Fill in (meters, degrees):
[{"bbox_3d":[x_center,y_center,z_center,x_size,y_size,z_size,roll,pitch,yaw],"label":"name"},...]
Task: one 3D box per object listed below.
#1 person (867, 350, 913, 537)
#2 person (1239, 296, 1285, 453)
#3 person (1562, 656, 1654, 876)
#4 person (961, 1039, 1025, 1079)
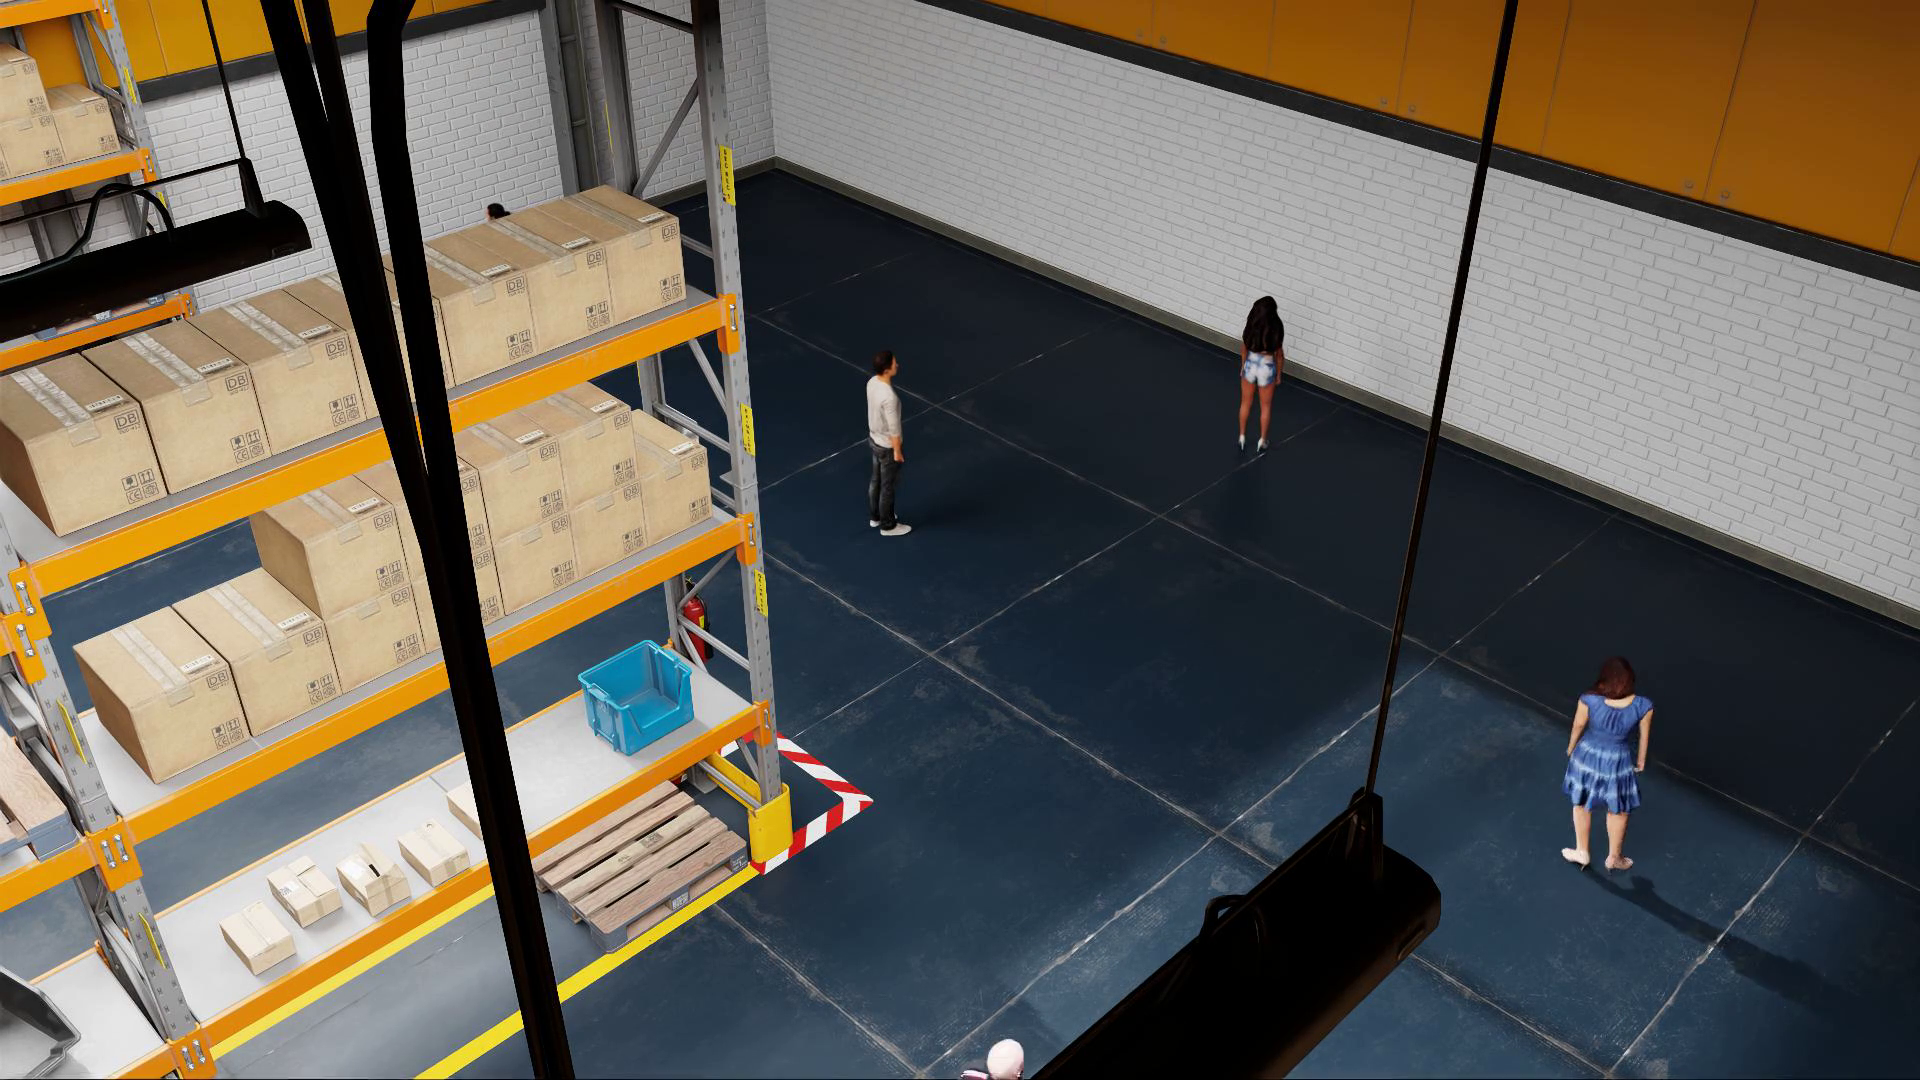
[{"bbox_3d":[-0.676,-0.879,14.893,0.665,1.811,0.715,-15,37,-22],"label":"person"},{"bbox_3d":[2.906,-1.608,16.160,0.650,1.623,0.672,13,36,19],"label":"person"},{"bbox_3d":[4.393,1.545,11.269,0.852,1.786,0.826,13,36,18],"label":"person"},{"bbox_3d":[0.158,3.303,8.592,0.757,1.822,0.882,20,39,27],"label":"person"}]
